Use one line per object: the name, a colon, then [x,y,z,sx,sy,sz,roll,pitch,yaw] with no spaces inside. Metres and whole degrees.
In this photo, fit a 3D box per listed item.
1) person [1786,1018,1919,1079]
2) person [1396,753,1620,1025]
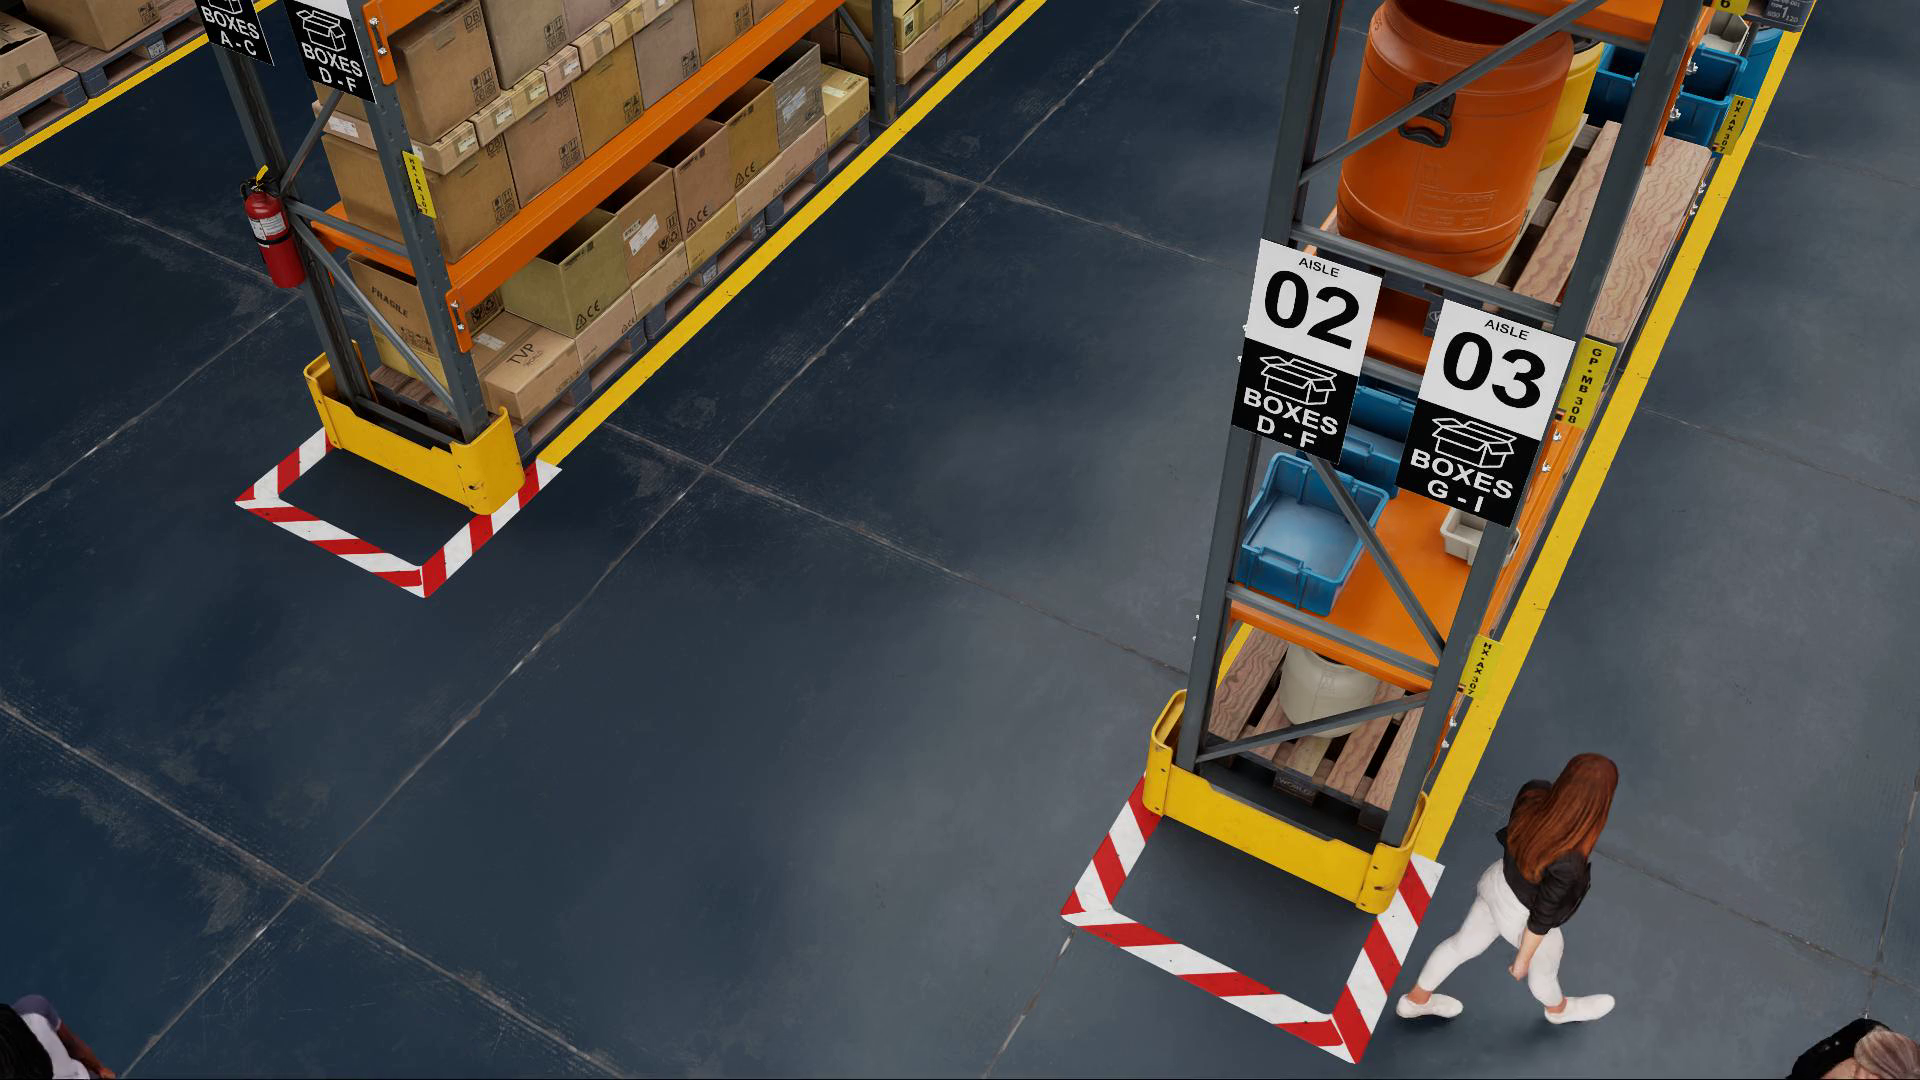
person: [2.935,1.990,5.667,0.896,1.655,0.656,16,49,15]
person: [2.010,1.376,6.229,1.083,1.664,1.098,-5,47,-4]
